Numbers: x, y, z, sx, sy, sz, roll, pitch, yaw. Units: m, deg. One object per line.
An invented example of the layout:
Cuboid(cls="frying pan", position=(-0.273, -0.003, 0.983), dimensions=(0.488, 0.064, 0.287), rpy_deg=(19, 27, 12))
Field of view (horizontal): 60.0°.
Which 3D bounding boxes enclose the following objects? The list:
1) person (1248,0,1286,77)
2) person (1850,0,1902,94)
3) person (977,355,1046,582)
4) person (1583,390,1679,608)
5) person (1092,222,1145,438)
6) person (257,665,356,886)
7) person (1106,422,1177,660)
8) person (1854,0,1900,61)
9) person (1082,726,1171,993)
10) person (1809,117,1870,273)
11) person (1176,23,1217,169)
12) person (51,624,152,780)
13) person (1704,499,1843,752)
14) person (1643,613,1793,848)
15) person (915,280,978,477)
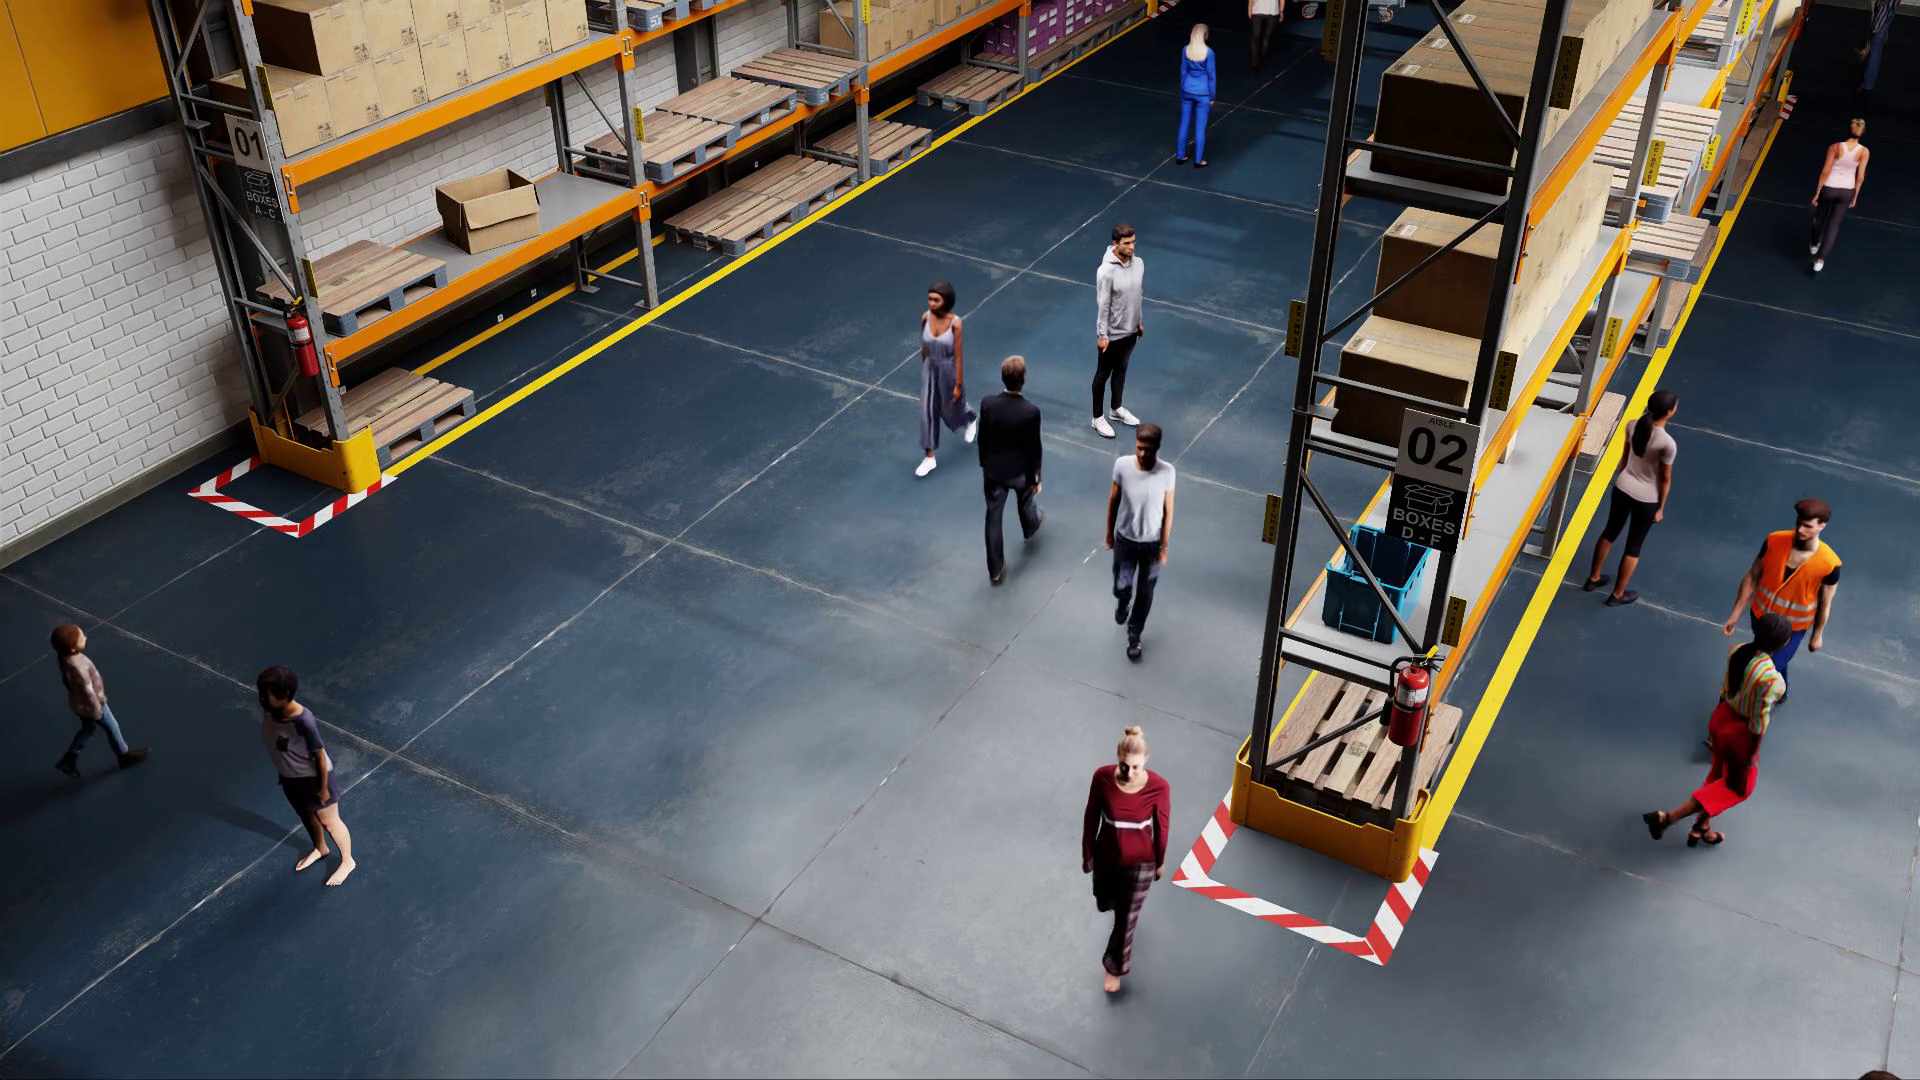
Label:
Cuboid(cls="person", position=(4.184, -7.273, 22.773), dimensions=(0.890, 1.695, 1.043), rpy_deg=(0, 34, 0))
Cuboid(cls="person", position=(12.209, -6.829, 22.015), dimensions=(0.693, 1.795, 0.477), rpy_deg=(21, 39, 28))
Cuboid(cls="person", position=(0.338, -0.508, 12.521), dimensions=(0.834, 1.778, 1.162), rpy_deg=(12, 35, 17))
Cuboid(cls="person", position=(4.978, -0.322, 12.271), dimensions=(0.696, 1.743, 0.680), rpy_deg=(-17, 37, -24))
Cuboid(cls="person", position=(1.352, -1.848, 14.399), dimensions=(0.652, 1.930, 0.811), rpy_deg=(-27, 42, -34))
Cuboid(cls="person", position=(-3.899, 1.376, 9.878), dimensions=(0.564, 1.565, 0.510), rpy_deg=(19, 38, 26))
Cuboid(cls="person", position=(1.292, -0.053, 11.768), dimensions=(0.765, 1.854, 0.889), rpy_deg=(6, 34, 10))
Cuboid(cls="person", position=(12.828, -7.510, 23.171), dimensions=(0.751, 1.648, 0.844), rpy_deg=(4, 34, 6))
Cuboid(cls="person", position=(0.926, 1.708, 9.277), dimensions=(0.789, 1.678, 1.006), rpy_deg=(7, 34, 10))
Cuboid(cls="person", position=(9.096, -3.555, 17.264), dimensions=(0.579, 1.602, 1.084), rpy_deg=(16, 37, 23))
Cuboid(cls="person", position=(2.807, -5.285, 19.778), dimensions=(0.643, 1.699, 0.578), rpy_deg=(22, 40, 30))
Cuboid(cls="person", position=(-5.674, 1.046, 10.720), dimensions=(0.567, 1.182, 0.809), rpy_deg=(27, 42, 34))
Cuboid(cls="person", position=(5.442, 0.499, 10.957), dimensions=(1.330, 1.833, 1.035), rpy_deg=(-21, 39, -28))
Cuboid(cls="person", position=(4.545, 1.208, 9.945), dimensions=(0.956, 1.771, 0.917), rpy_deg=(-6, 34, -9))
Cuboid(cls="person", position=(-0.091, -1.396, 13.952), dimensions=(0.607, 1.672, 1.057), rpy_deg=(16, 37, 22))
